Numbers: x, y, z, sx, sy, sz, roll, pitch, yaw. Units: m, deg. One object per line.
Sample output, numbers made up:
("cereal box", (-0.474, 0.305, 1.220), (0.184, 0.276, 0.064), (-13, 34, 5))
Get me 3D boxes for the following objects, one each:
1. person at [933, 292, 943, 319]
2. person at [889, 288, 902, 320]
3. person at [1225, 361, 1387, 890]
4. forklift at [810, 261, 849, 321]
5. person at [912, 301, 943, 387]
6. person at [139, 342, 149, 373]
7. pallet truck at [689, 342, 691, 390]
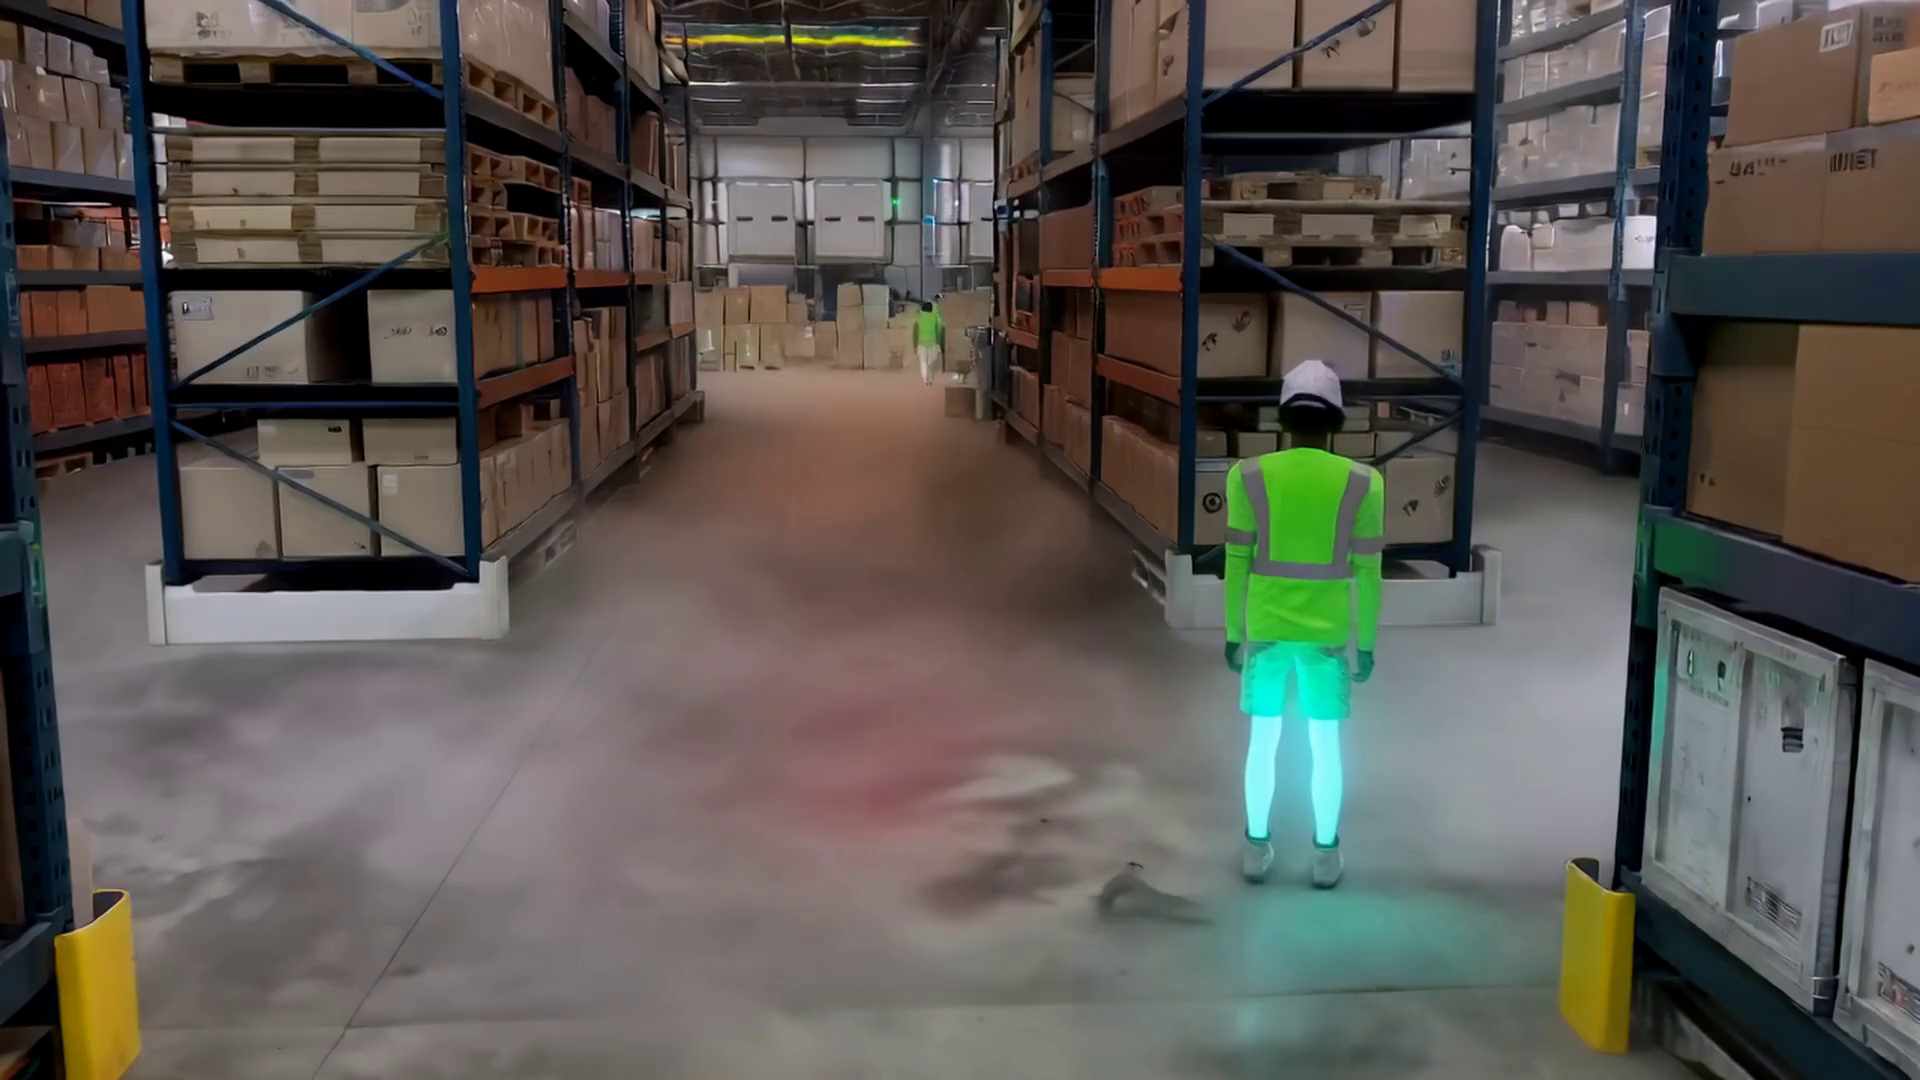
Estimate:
("person", (-0.665, -5.857, 45.637), (0.803, 1.916, 0.636), (0, 9, 2))
("person", (-2.306, -7.827, 57.969), (0.636, 1.930, 0.371), (4, 10, 22))
("person", (1.319, 0.330, 6.432), (0.601, 2.035, 0.407), (2, 9, 12))
("forklift", (-3.966, -7.837, 55.042), (1.873, 2.768, 1.129), (3, 9, 16))
("person", (-0.682, -4.085, 34.768), (0.640, 1.830, 0.609), (0, 9, 1))
("person", (-15.386, -3.479, 31.376), (0.321, 1.697, 0.530), (-3, 10, -20))
("pallet truck", (-5.225, -3.008, 27.480), (1.885, 1.965, 0.823), (2, 9, 14))
